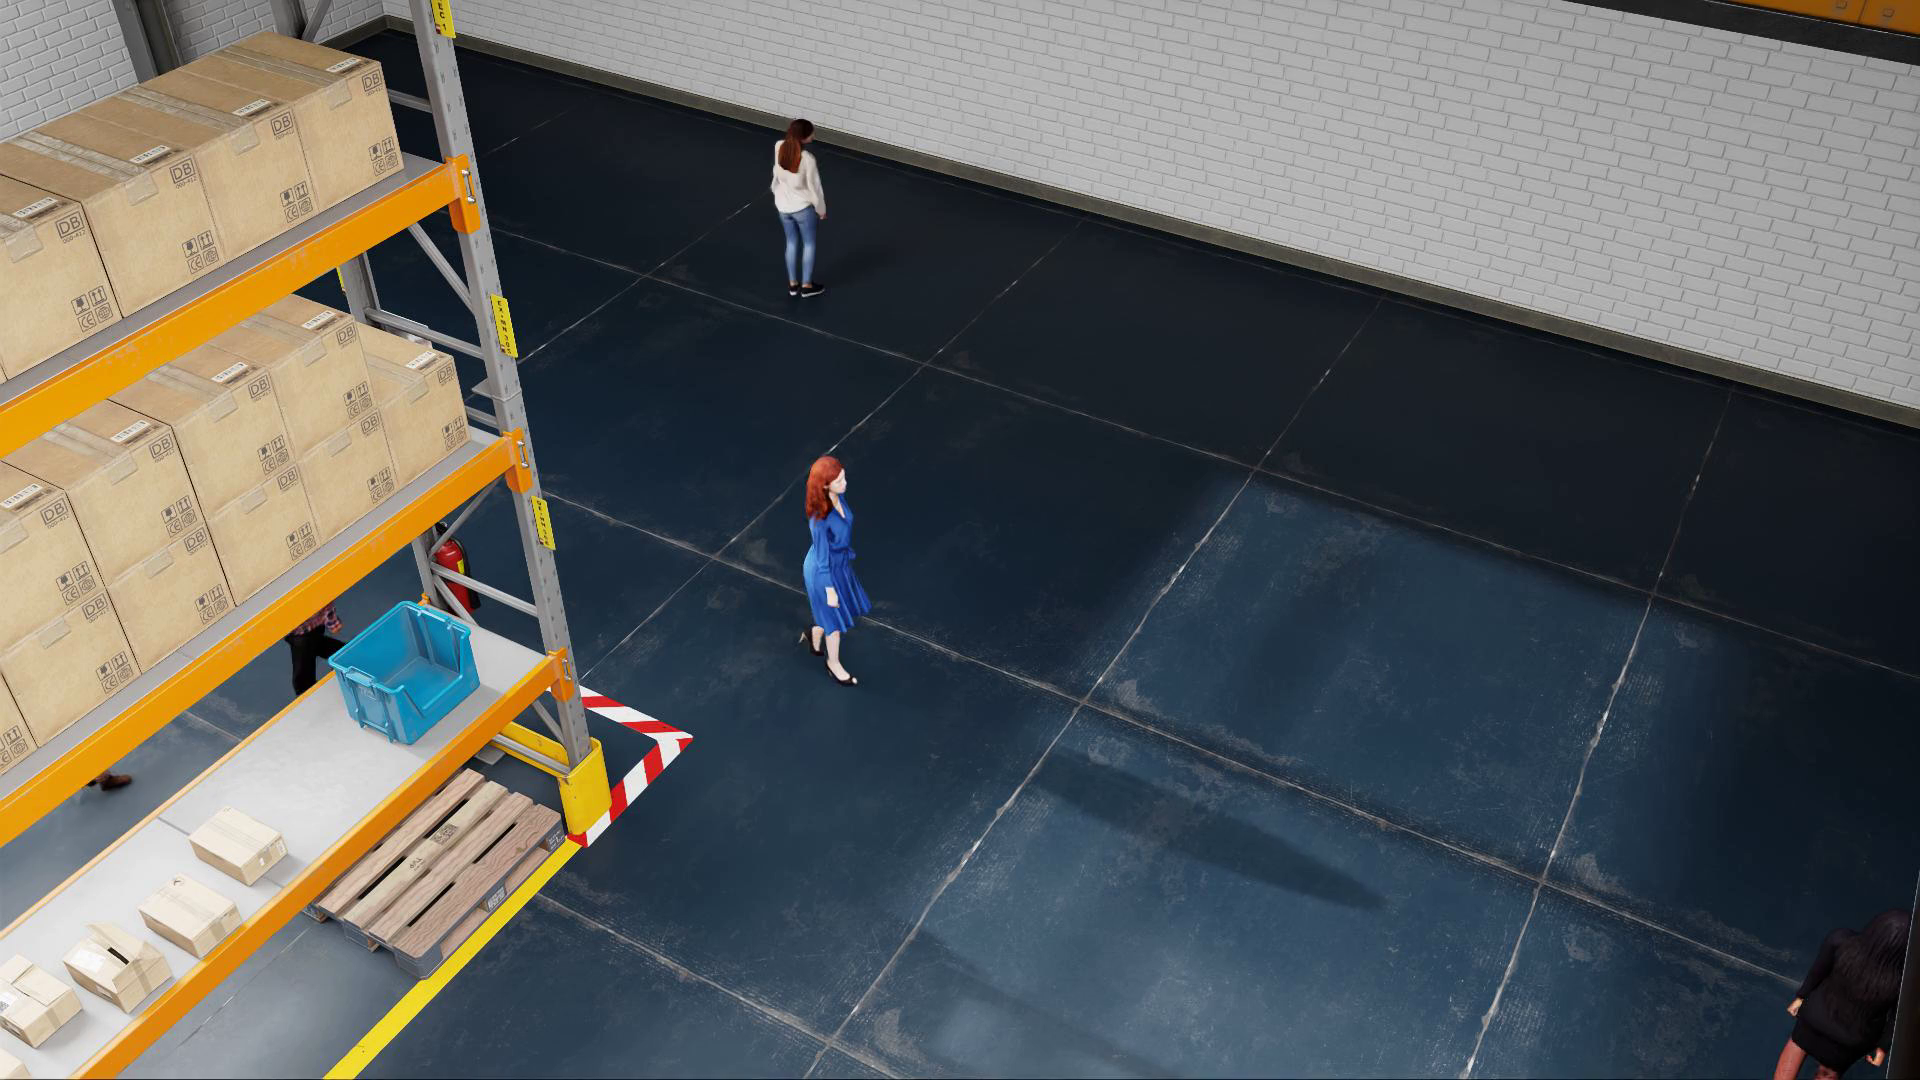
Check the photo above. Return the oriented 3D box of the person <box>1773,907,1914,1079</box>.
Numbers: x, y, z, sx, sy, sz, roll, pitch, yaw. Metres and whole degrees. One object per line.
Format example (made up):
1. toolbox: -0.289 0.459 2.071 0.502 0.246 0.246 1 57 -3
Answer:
1. person: 4.149 2.356 7.910 0.730 1.709 0.854 32 48 33

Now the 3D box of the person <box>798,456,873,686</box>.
1. person: -0.892 0.210 10.513 0.740 1.815 0.728 13 40 16

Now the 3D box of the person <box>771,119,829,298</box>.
1. person: -1.424 -2.924 14.546 0.642 1.679 0.538 10 40 12
